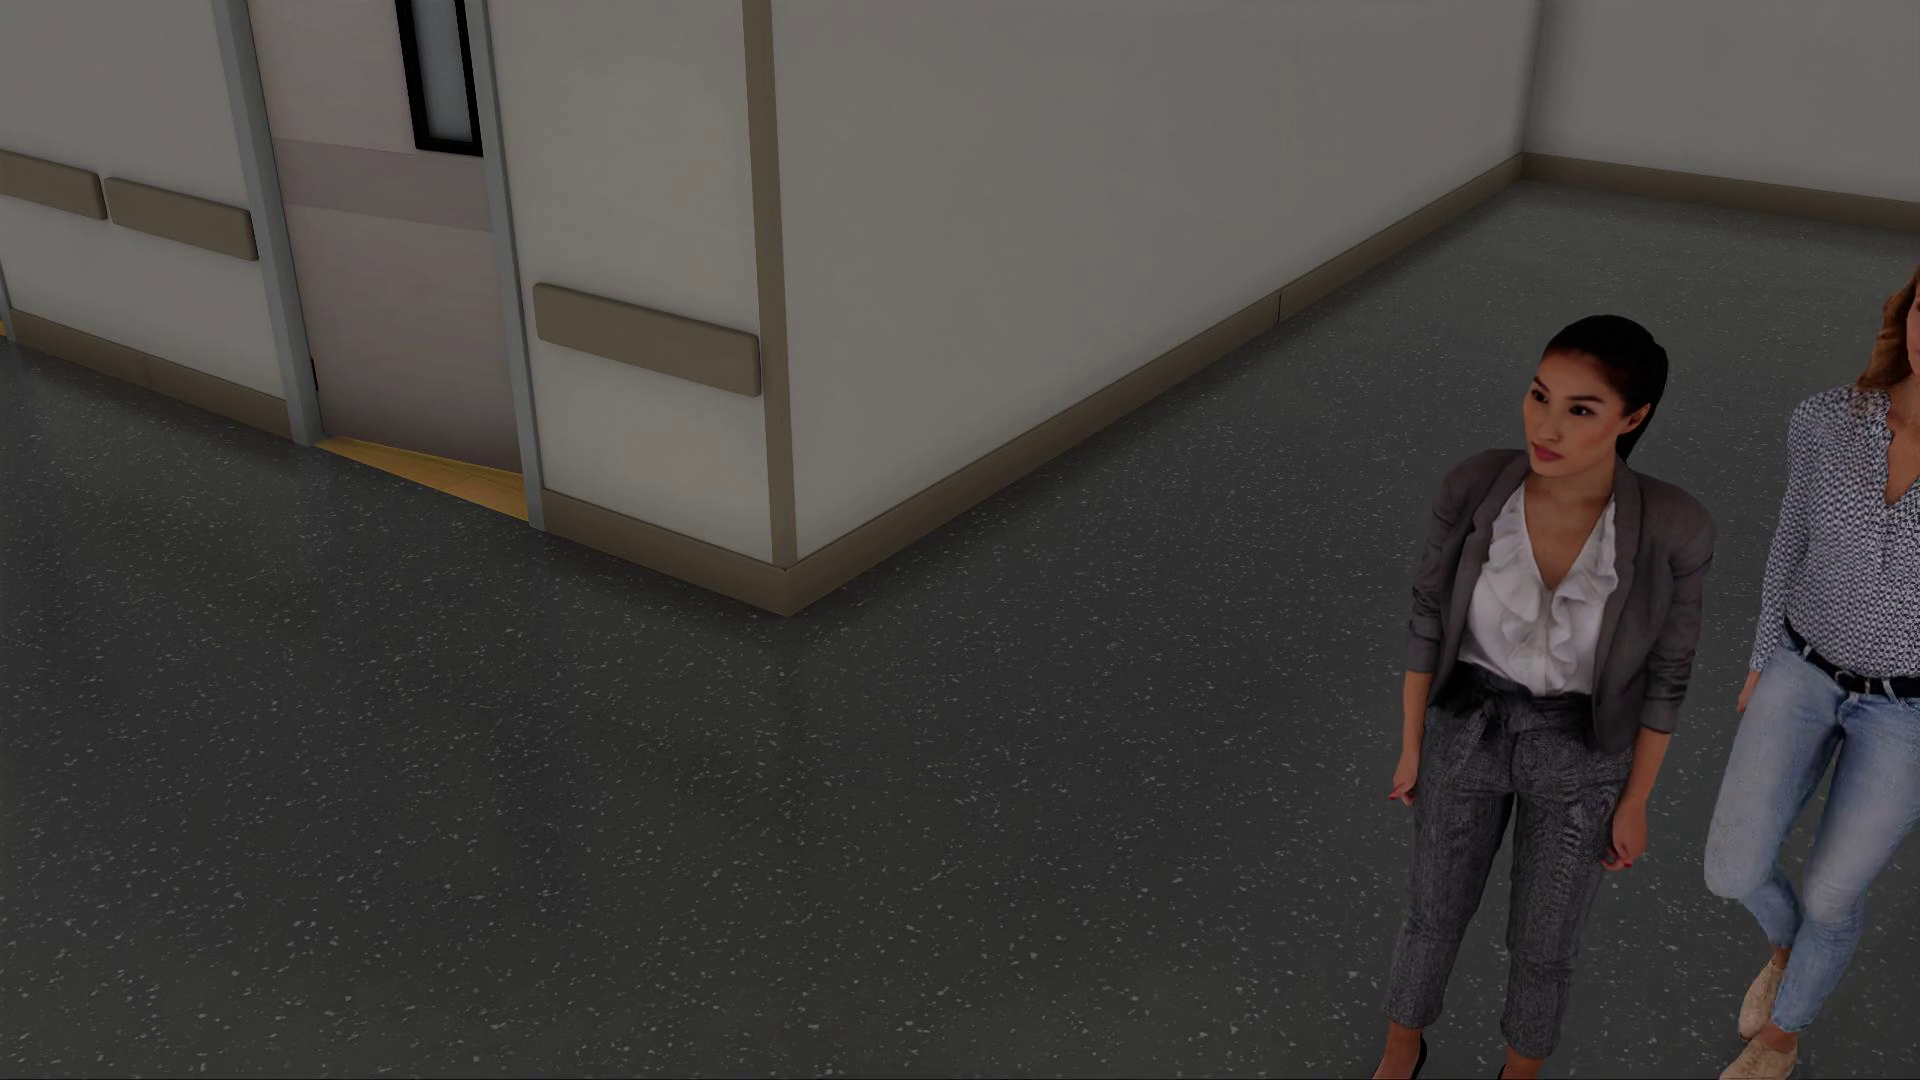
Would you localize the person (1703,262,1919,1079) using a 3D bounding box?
[{"bbox_3d":[1.660,0.289,3.017,0.751,1.781,0.682,-21,33,-36],"label":"person"}]

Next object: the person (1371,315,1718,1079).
[{"bbox_3d":[0.989,0.395,2.914,0.631,1.678,0.596,13,29,26],"label":"person"}]
